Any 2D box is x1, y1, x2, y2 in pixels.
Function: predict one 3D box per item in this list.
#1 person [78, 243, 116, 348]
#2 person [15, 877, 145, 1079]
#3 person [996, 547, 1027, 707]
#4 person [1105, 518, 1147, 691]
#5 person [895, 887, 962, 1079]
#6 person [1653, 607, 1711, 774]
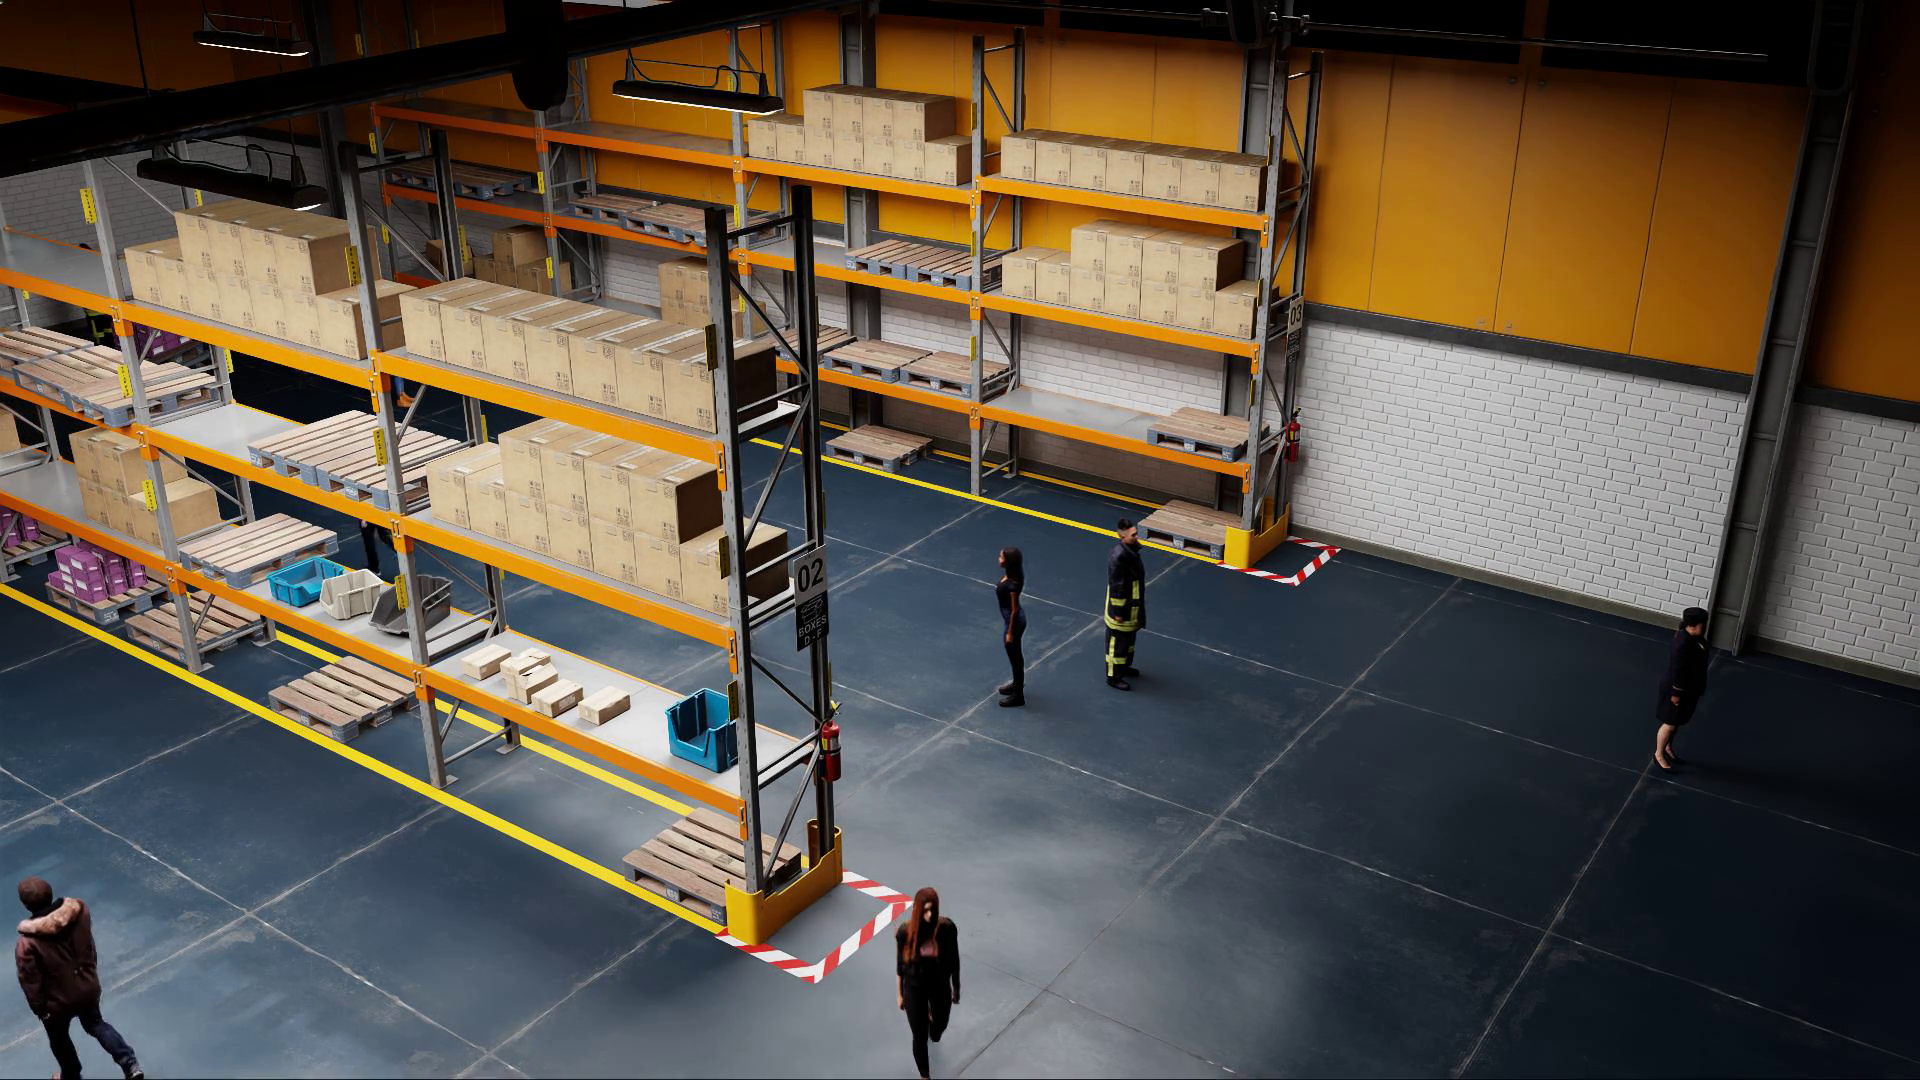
[{"bbox_3d":[-14.761,-4.170,28.367,0.776,1.821,0.817,8,25,18],"label":"person"},{"bbox_3d":[-6.163,3.154,11.611,1.089,1.823,0.841,11,26,23],"label":"person"},{"bbox_3d":[0.544,0.866,16.951,0.684,1.738,0.656,1,24,3],"label":"person"},{"bbox_3d":[1.719,0.621,17.359,0.761,1.861,0.815,10,25,21],"label":"person"},{"bbox_3d":[-0.232,3.130,11.826,1.032,1.694,1.060,-2,24,-5],"label":"person"},{"bbox_3d":[6.851,1.406,15.799,0.643,1.671,0.720,19,30,36],"label":"person"}]
